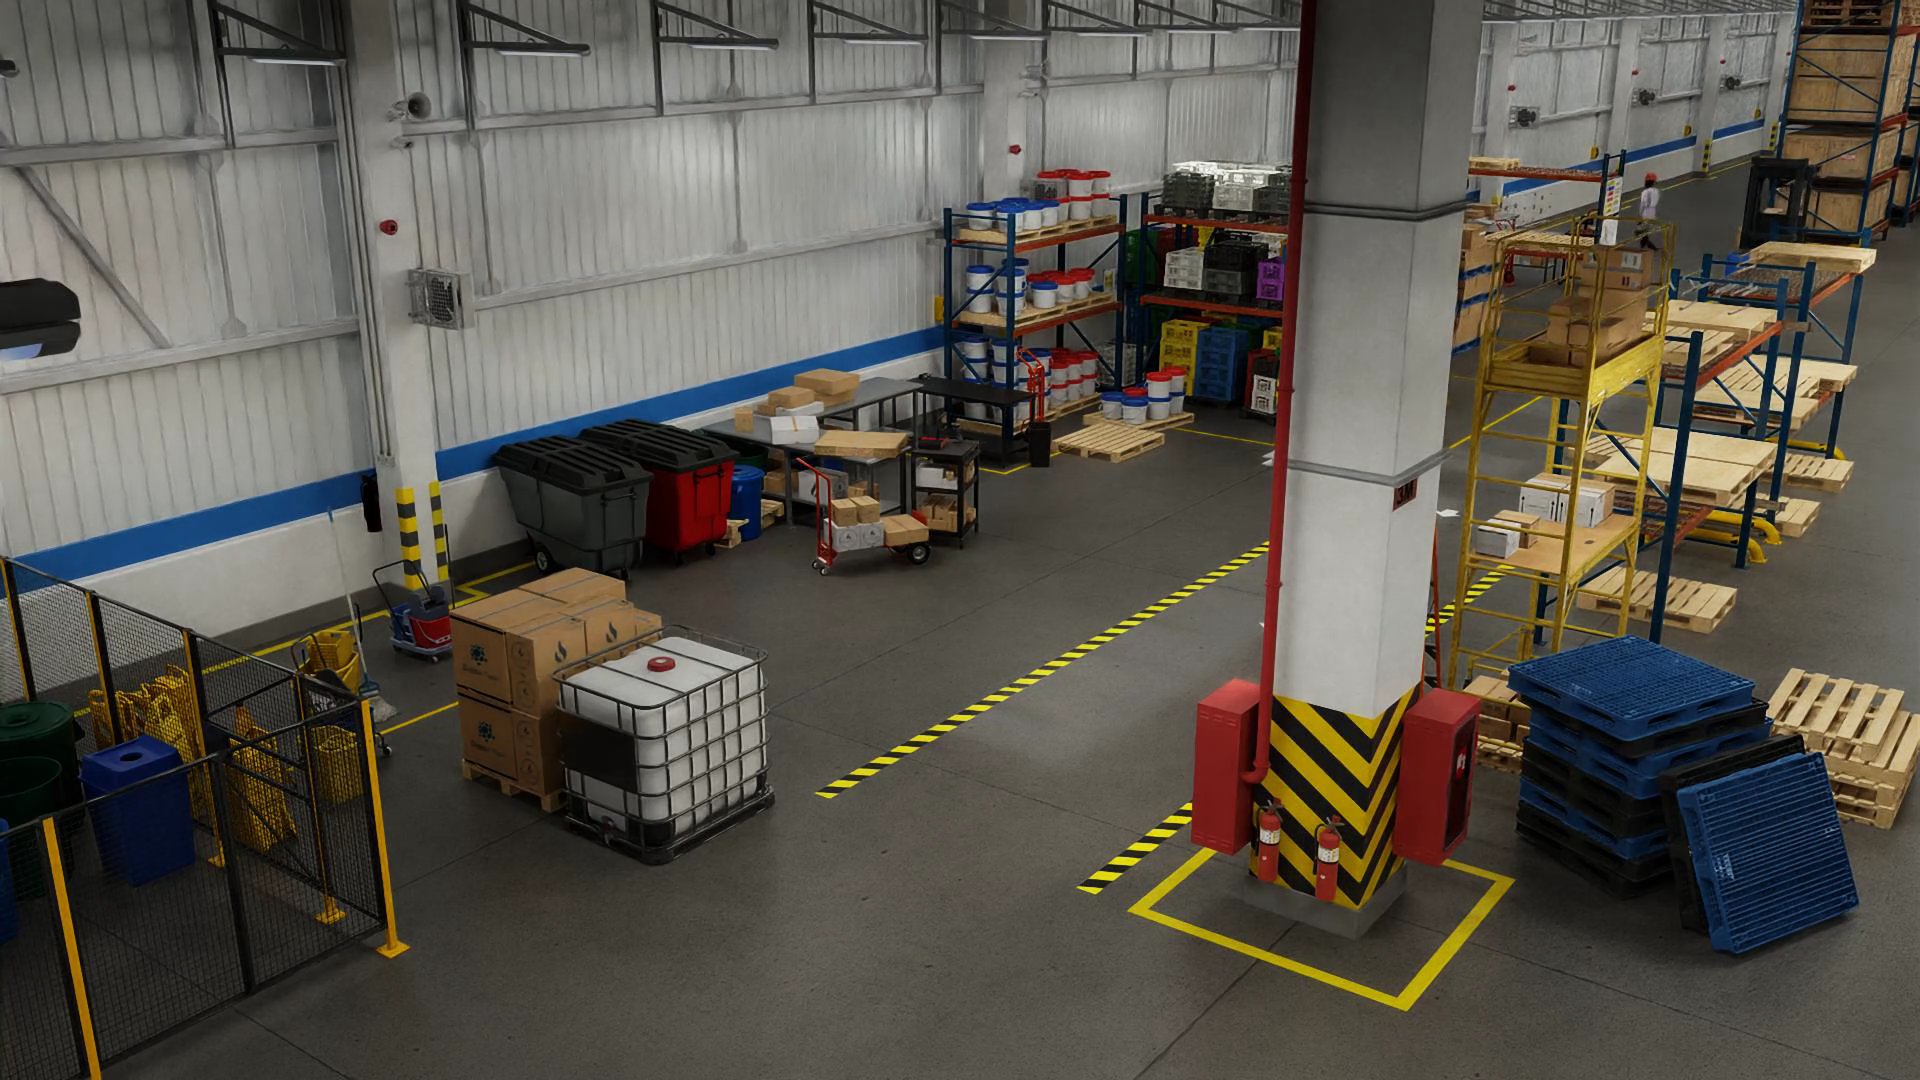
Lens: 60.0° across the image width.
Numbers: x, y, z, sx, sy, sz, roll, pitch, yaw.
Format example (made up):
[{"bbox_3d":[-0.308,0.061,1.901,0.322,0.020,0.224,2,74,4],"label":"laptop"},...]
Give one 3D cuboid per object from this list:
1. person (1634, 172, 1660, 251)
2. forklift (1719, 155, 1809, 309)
[{"bbox_3d":[15.536,-7.315,37.534,0.558,1.918,0.553,-12,21,-32],"label":"person"},{"bbox_3d":[15.304,-5.824,31.444,1.129,2.768,1.873,13,22,34],"label":"forklift"}]
